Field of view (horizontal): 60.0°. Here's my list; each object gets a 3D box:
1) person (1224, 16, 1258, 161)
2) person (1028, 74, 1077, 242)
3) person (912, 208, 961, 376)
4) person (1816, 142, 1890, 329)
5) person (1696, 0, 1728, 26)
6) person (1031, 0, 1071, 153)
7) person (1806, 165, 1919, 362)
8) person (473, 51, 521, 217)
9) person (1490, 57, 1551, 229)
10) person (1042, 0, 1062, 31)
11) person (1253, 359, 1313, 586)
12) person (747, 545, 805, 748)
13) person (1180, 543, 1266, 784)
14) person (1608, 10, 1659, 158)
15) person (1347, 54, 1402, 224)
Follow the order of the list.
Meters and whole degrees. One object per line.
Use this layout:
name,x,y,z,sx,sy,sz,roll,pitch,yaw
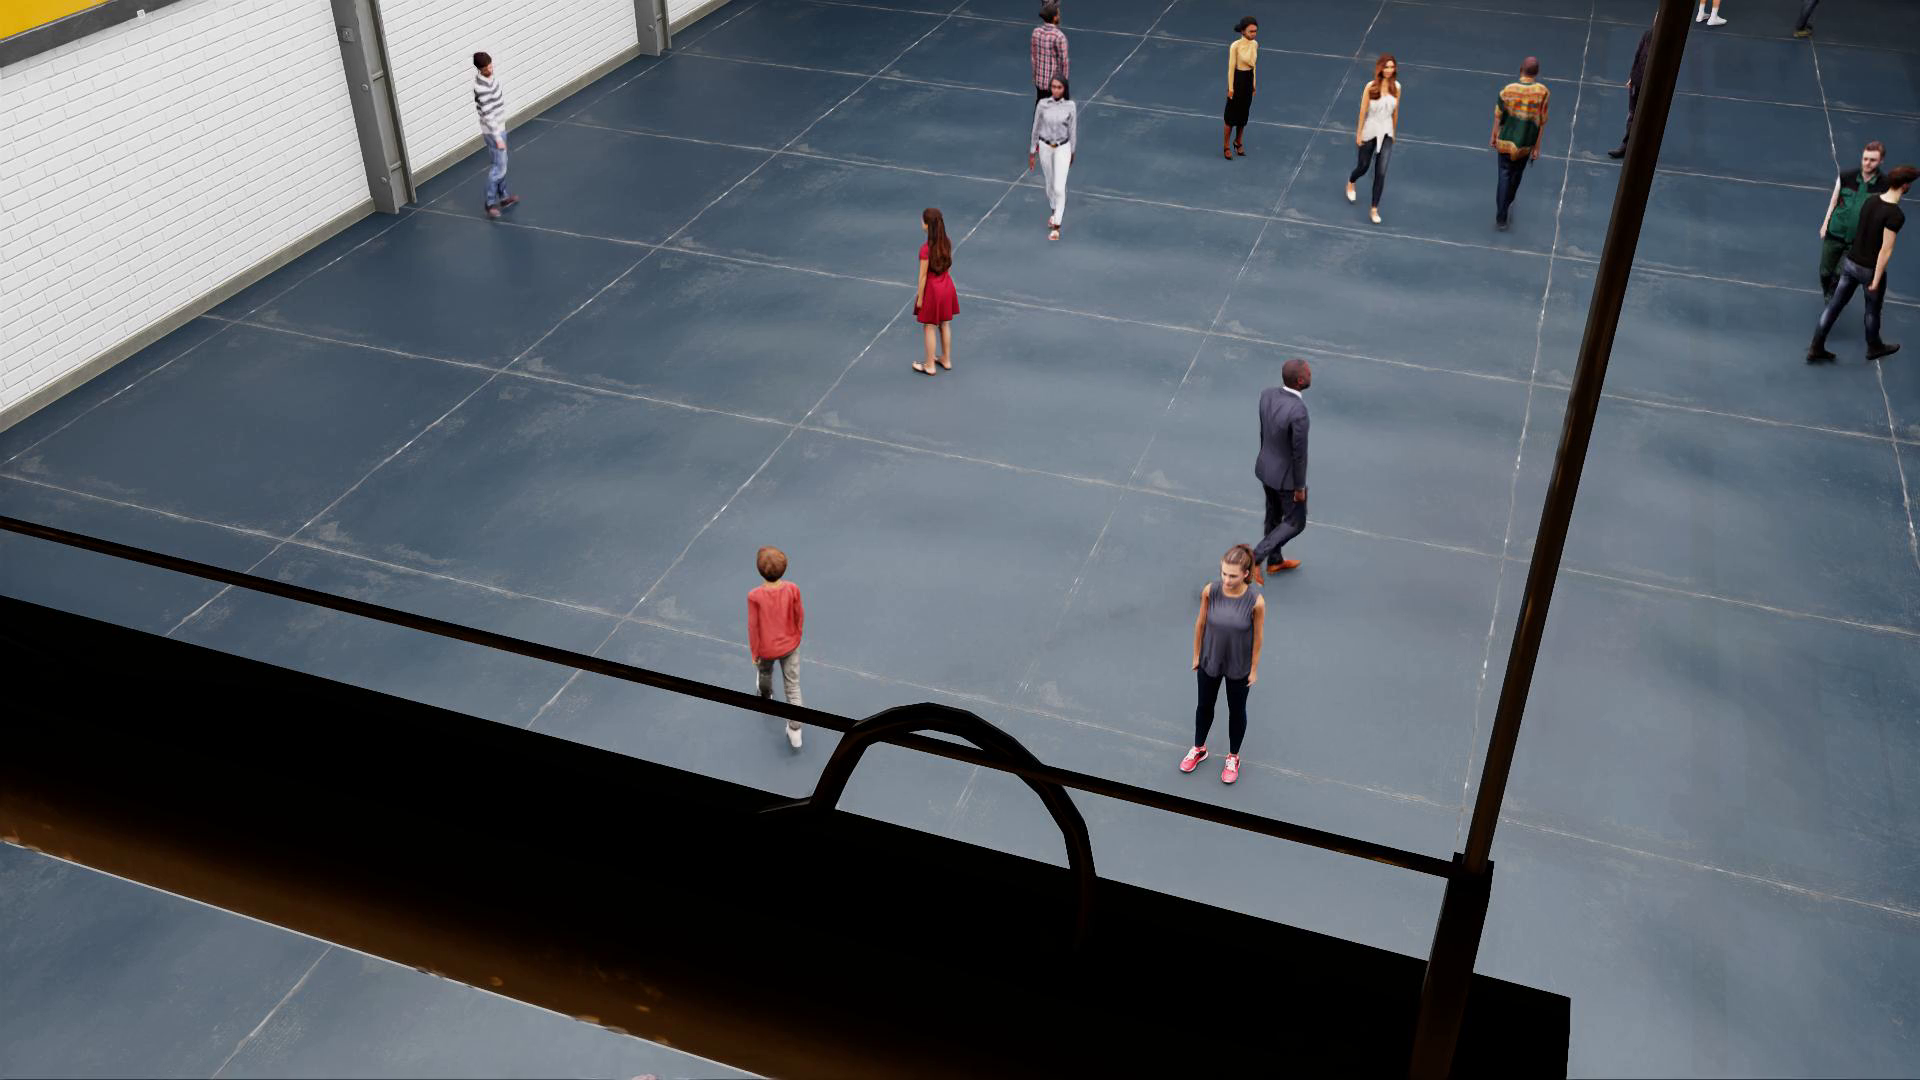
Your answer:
person,3.284,-5.294,19.455,0.632,1.654,0.716,-21,39,-29
person,1.015,-4.108,17.637,0.627,1.692,1.008,10,35,15
person,-0.213,-2.239,14.952,0.709,1.552,0.646,27,42,35
person,8.422,-2.898,15.707,0.831,1.814,1.114,20,38,27
person,10.967,-8.354,23.937,0.783,1.789,0.724,-15,36,-21
person,1.065,-5.409,19.533,0.768,1.761,0.729,26,41,33
person,8.065,-2.441,14.975,1.122,1.862,1.141,-8,34,-12
person,-5.074,-4.473,18.078,0.922,1.811,0.760,-14,36,-20
person,5.905,-4.190,17.689,0.752,1.771,1.108,9,35,13
person,1.250,-7.549,22.793,0.689,1.714,0.561,24,40,31
person,2.278,-0.464,12.046,1.009,1.812,0.955,-12,35,-17
person,-1.150,0.710,10.671,0.890,1.378,1.016,-10,35,-14
person,1.651,0.759,10.285,0.578,1.725,0.543,14,36,20
person,7.995,-5.281,19.267,0.835,1.840,0.782,-15,37,-21
person,4.465,-4.383,17.994,0.911,1.756,1.144,-3,34,-5
